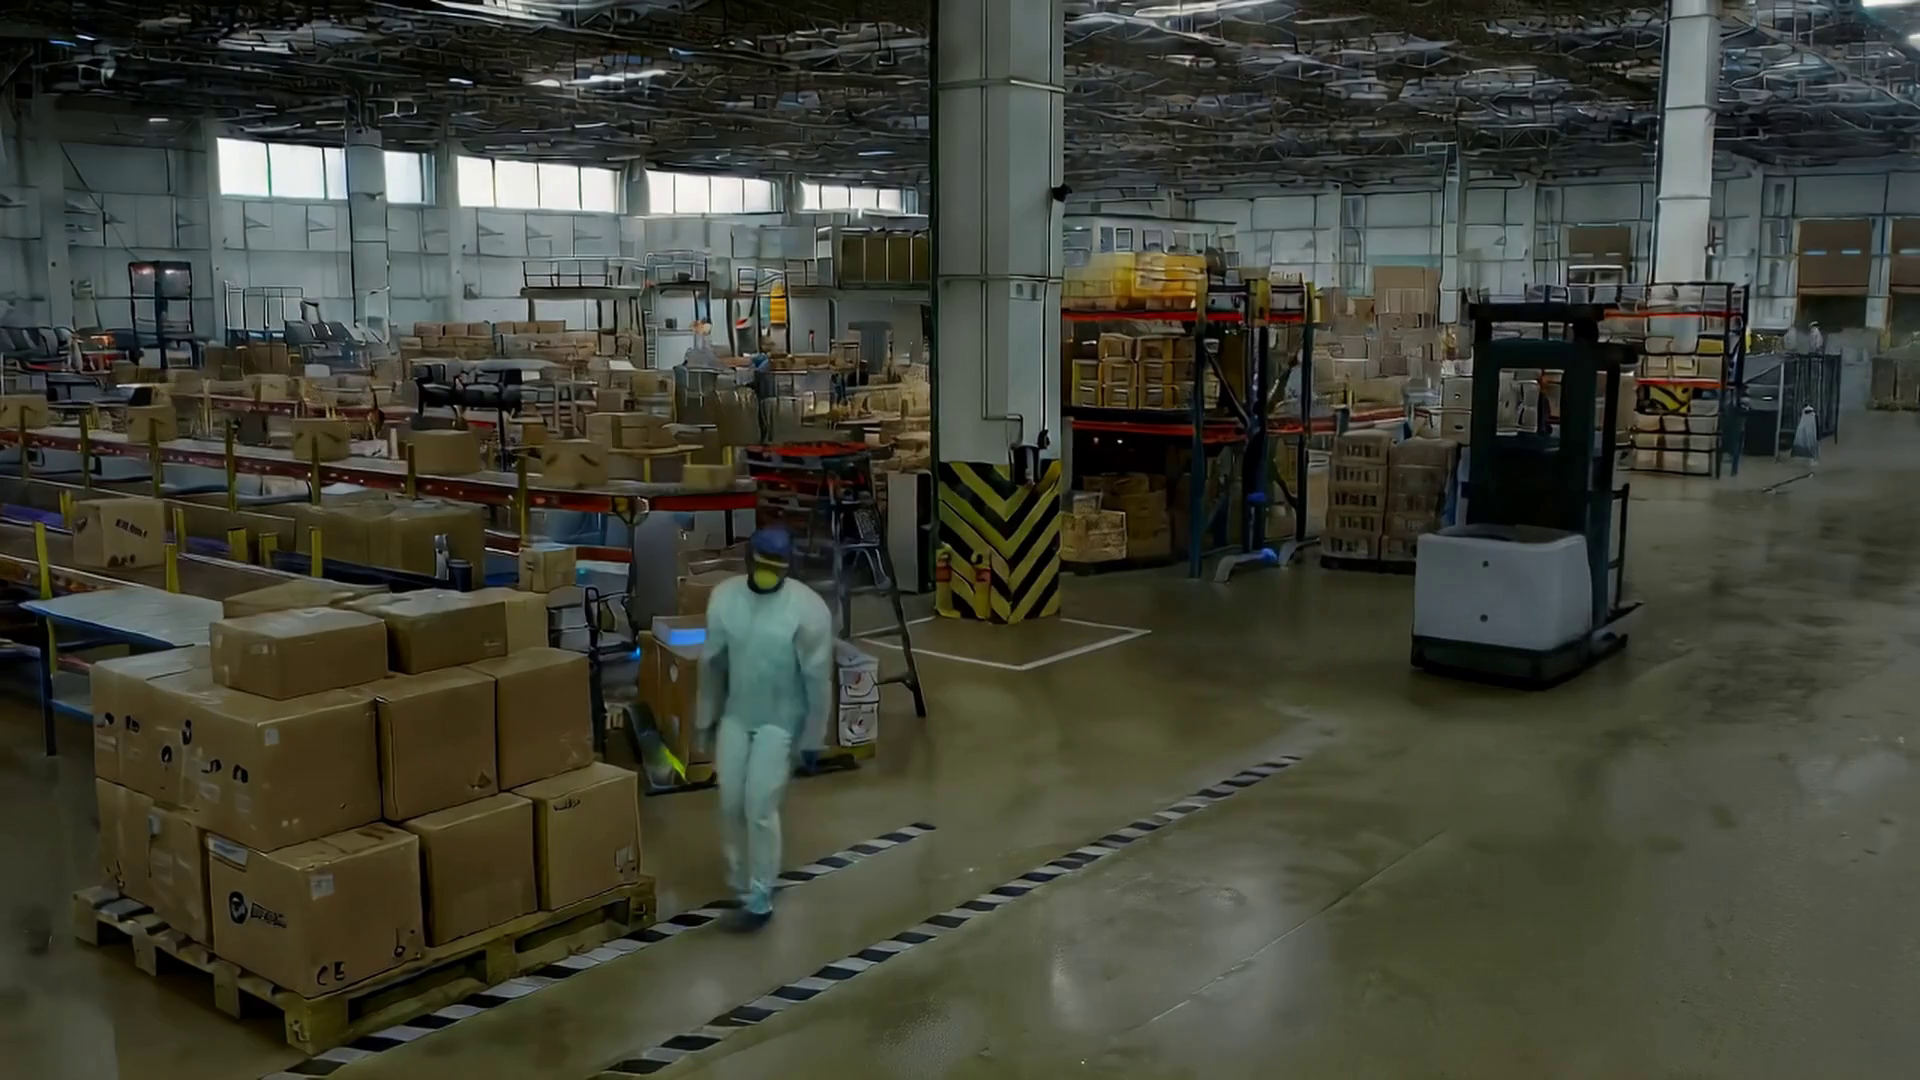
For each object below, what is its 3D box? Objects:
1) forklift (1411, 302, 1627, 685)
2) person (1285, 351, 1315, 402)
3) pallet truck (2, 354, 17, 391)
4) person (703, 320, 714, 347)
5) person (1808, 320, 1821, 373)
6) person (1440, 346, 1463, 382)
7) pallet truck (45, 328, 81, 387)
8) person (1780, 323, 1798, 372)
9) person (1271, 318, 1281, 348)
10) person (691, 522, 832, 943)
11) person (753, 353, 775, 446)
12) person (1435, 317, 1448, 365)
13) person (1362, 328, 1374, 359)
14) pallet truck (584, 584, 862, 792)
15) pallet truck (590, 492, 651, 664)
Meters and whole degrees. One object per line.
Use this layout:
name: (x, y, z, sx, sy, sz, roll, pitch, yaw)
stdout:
forklift: (4.379, -0.438, 12.852, 1.129, 2.768, 1.873, 7, 11, 37)
person: (6.512, -2.741, 31.939, 0.628, 1.814, 0.443, 6, 11, 37)
pallet truck: (-24.881, -4.417, 42.634, 1.885, 1.965, 0.823, 8, 11, 41)
person: (-10.374, -8.157, 68.373, 0.976, 1.842, 0.582, 7, 11, 38)
person: (31.195, -7.056, 60.730, 0.512, 1.904, 0.612, 7, 11, 41)
person: (11.189, -3.576, 37.982, 0.552, 1.682, 0.435, 7, 11, 39)
pallet truck: (-23.775, -4.544, 43.495, 1.885, 1.965, 0.823, 6, 10, 35)
person: (30.450, -7.037, 60.888, 0.636, 1.819, 0.675, -8, 12, -43)
person: (13.859, -8.830, 72.914, 0.429, 1.844, 0.626, 2, 9, 14)
person: (-0.888, 0.846, 7.475, 0.671, 1.903, 0.446, 6, 10, 34)
person: (-3.731, -2.660, 31.566, 0.326, 1.769, 0.524, 7, 11, 39)
person: (19.567, -8.086, 67.623, 0.379, 1.931, 0.625, -5, 10, -28)
person: (12.002, -5.279, 48.874, 0.334, 1.873, 0.521, 3, 9, 17)
pallet truck: (-1.426, 0.805, 10.019, 1.601, 1.201, 0.680, -4, 9, -26)
pallet truck: (-3.115, 0.344, 12.883, 0.653, 1.274, 1.630, 7, 11, 37)
